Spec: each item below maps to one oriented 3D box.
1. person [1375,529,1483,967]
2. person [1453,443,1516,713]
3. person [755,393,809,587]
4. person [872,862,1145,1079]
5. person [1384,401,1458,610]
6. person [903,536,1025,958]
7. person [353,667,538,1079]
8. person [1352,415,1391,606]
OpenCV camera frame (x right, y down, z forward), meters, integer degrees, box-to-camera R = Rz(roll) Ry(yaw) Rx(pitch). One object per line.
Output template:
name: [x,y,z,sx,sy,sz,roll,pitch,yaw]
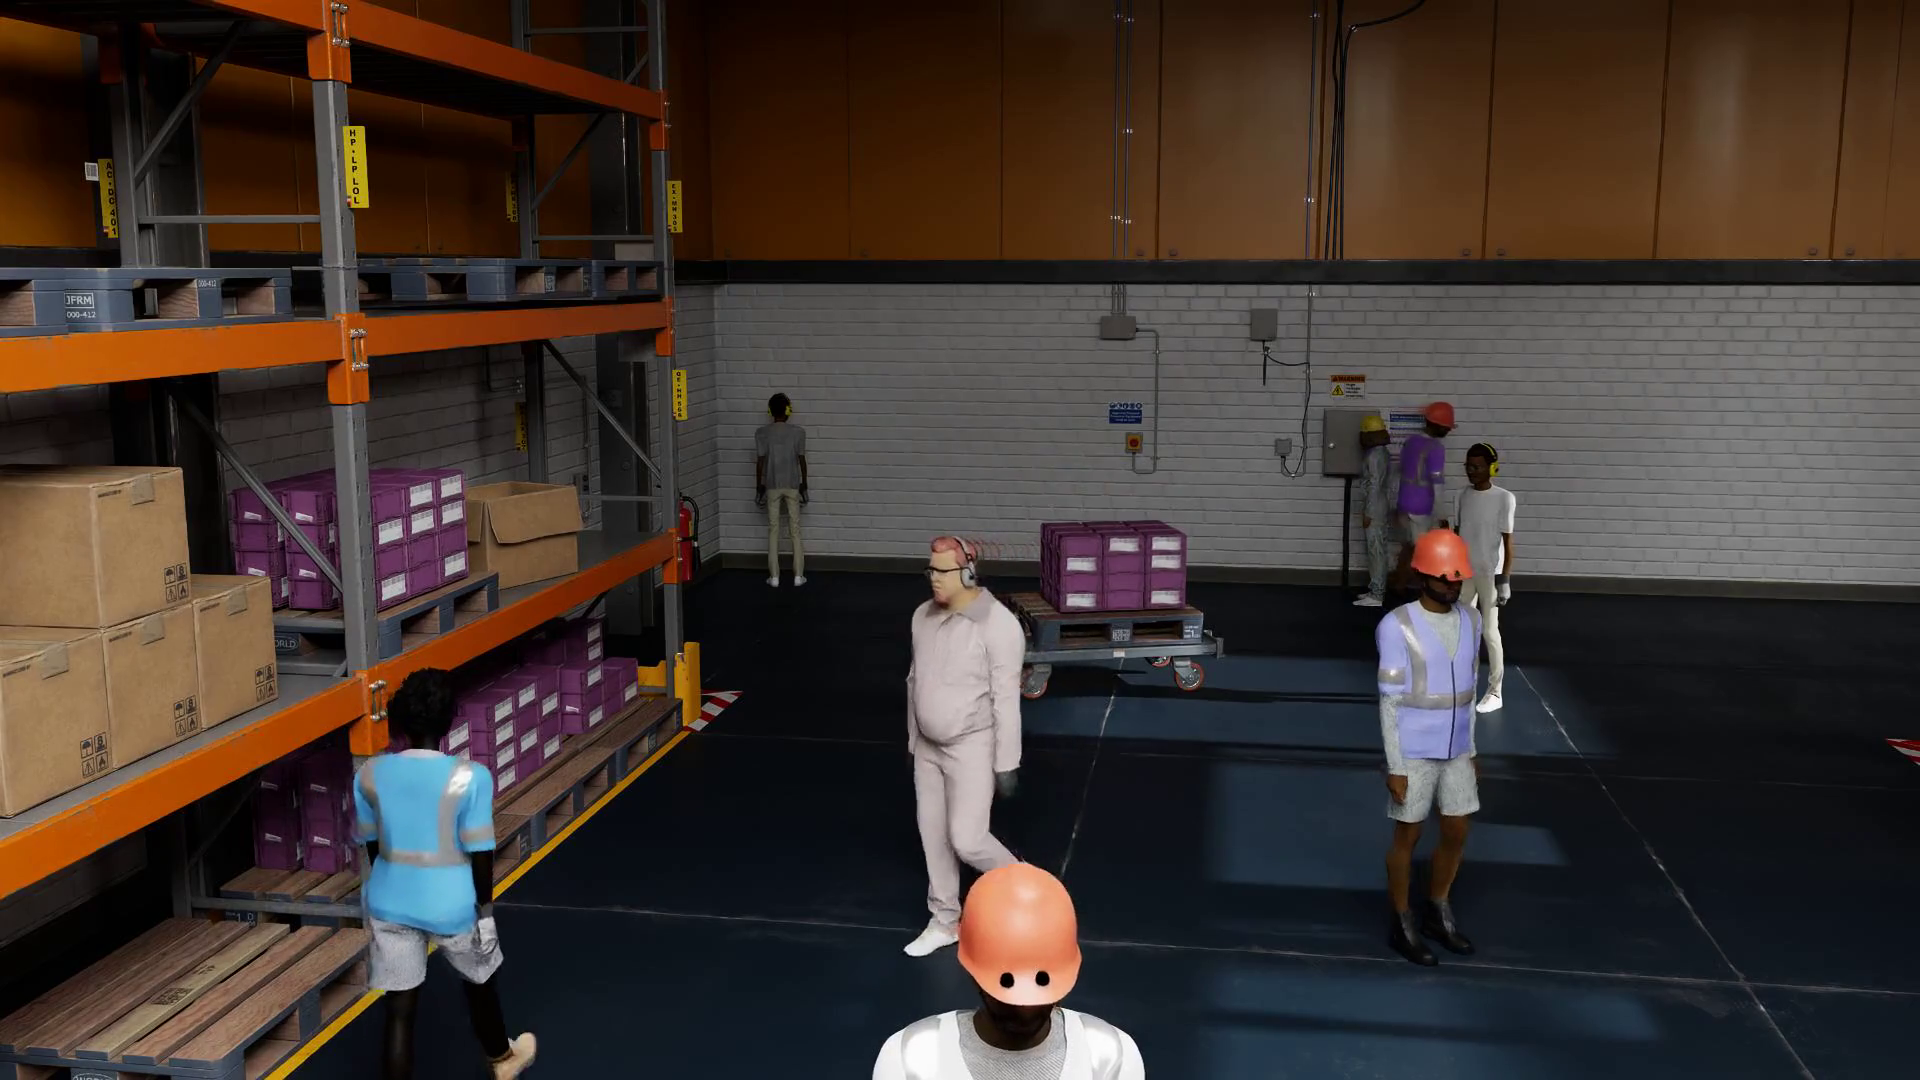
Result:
person: [2.071,0.907,7.271,0.564,1.933,0.395,-4,10,-23]
person: [3.582,0.253,11.500,0.316,1.861,0.514,-7,11,-35]
person: [-1.712,-0.477,15.986,0.519,1.865,0.331,-1,9,-7]
person: [0.098,1.553,3.253,0.543,1.933,0.363,-1,9,-9]
person: [4.097,-0.295,14.780,0.530,1.887,0.594,-2,9,-13]
person: [0.020,0.906,7.375,0.552,1.886,0.661,-9,13,-43]
person: [-1.818,1.255,5.891,0.557,1.656,0.819,2,9,11]
person: [3.734,-0.268,15.083,0.313,1.738,0.483,4,10,25]
